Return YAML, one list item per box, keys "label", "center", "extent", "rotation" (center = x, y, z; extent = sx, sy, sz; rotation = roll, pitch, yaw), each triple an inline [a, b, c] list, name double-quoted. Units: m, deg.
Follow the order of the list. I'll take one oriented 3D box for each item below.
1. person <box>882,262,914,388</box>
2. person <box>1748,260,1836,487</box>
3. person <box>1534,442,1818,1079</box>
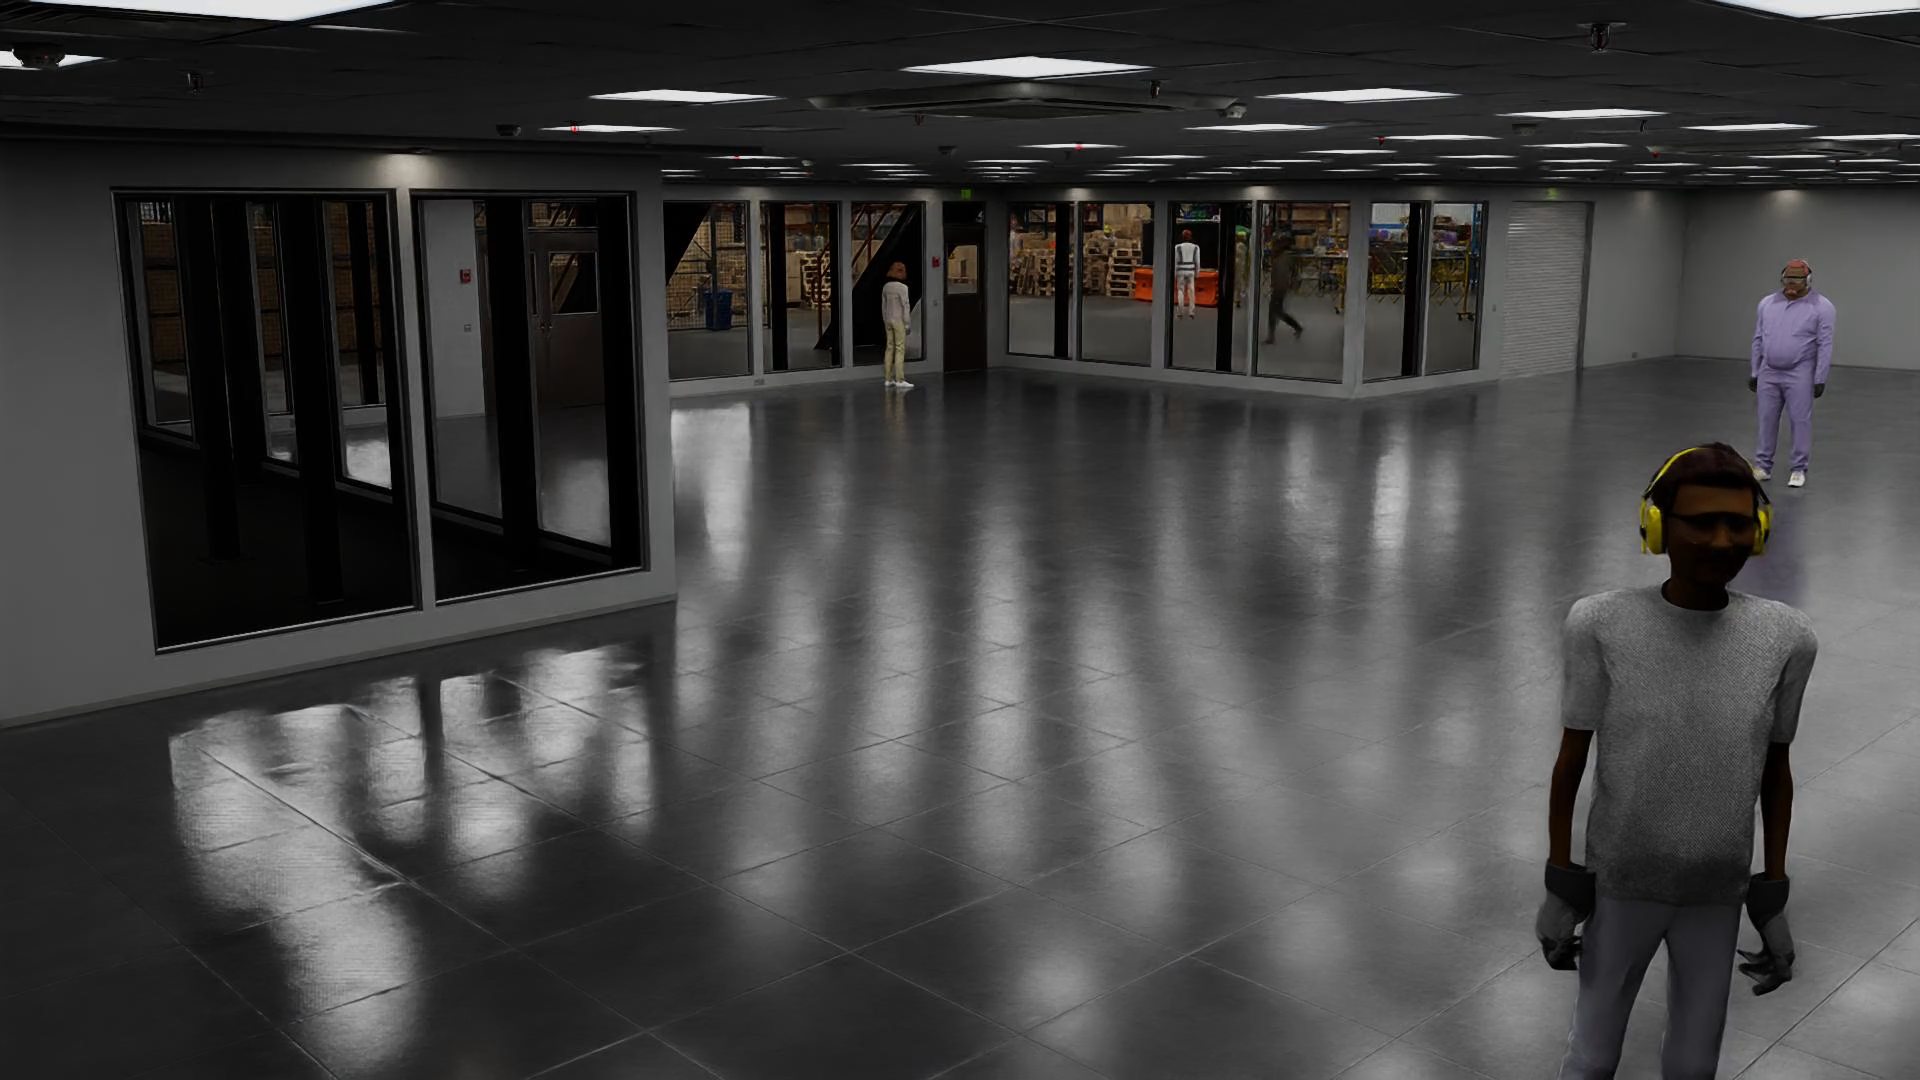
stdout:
- label: "person"
  center: [-0.819, -2.805, 21.700]
  extent: [0.266, 1.631, 0.507]
  rotation: [-9, 15, -40]
- label: "person"
  center: [6.963, -1.399, 14.001]
  extent: [0.399, 1.900, 0.644]
  rotation: [-9, 15, -39]
- label: "person"
  center: [1.452, 0.727, 3.415]
  extent: [0.509, 1.877, 0.328]
  rotation: [1, 11, 6]
